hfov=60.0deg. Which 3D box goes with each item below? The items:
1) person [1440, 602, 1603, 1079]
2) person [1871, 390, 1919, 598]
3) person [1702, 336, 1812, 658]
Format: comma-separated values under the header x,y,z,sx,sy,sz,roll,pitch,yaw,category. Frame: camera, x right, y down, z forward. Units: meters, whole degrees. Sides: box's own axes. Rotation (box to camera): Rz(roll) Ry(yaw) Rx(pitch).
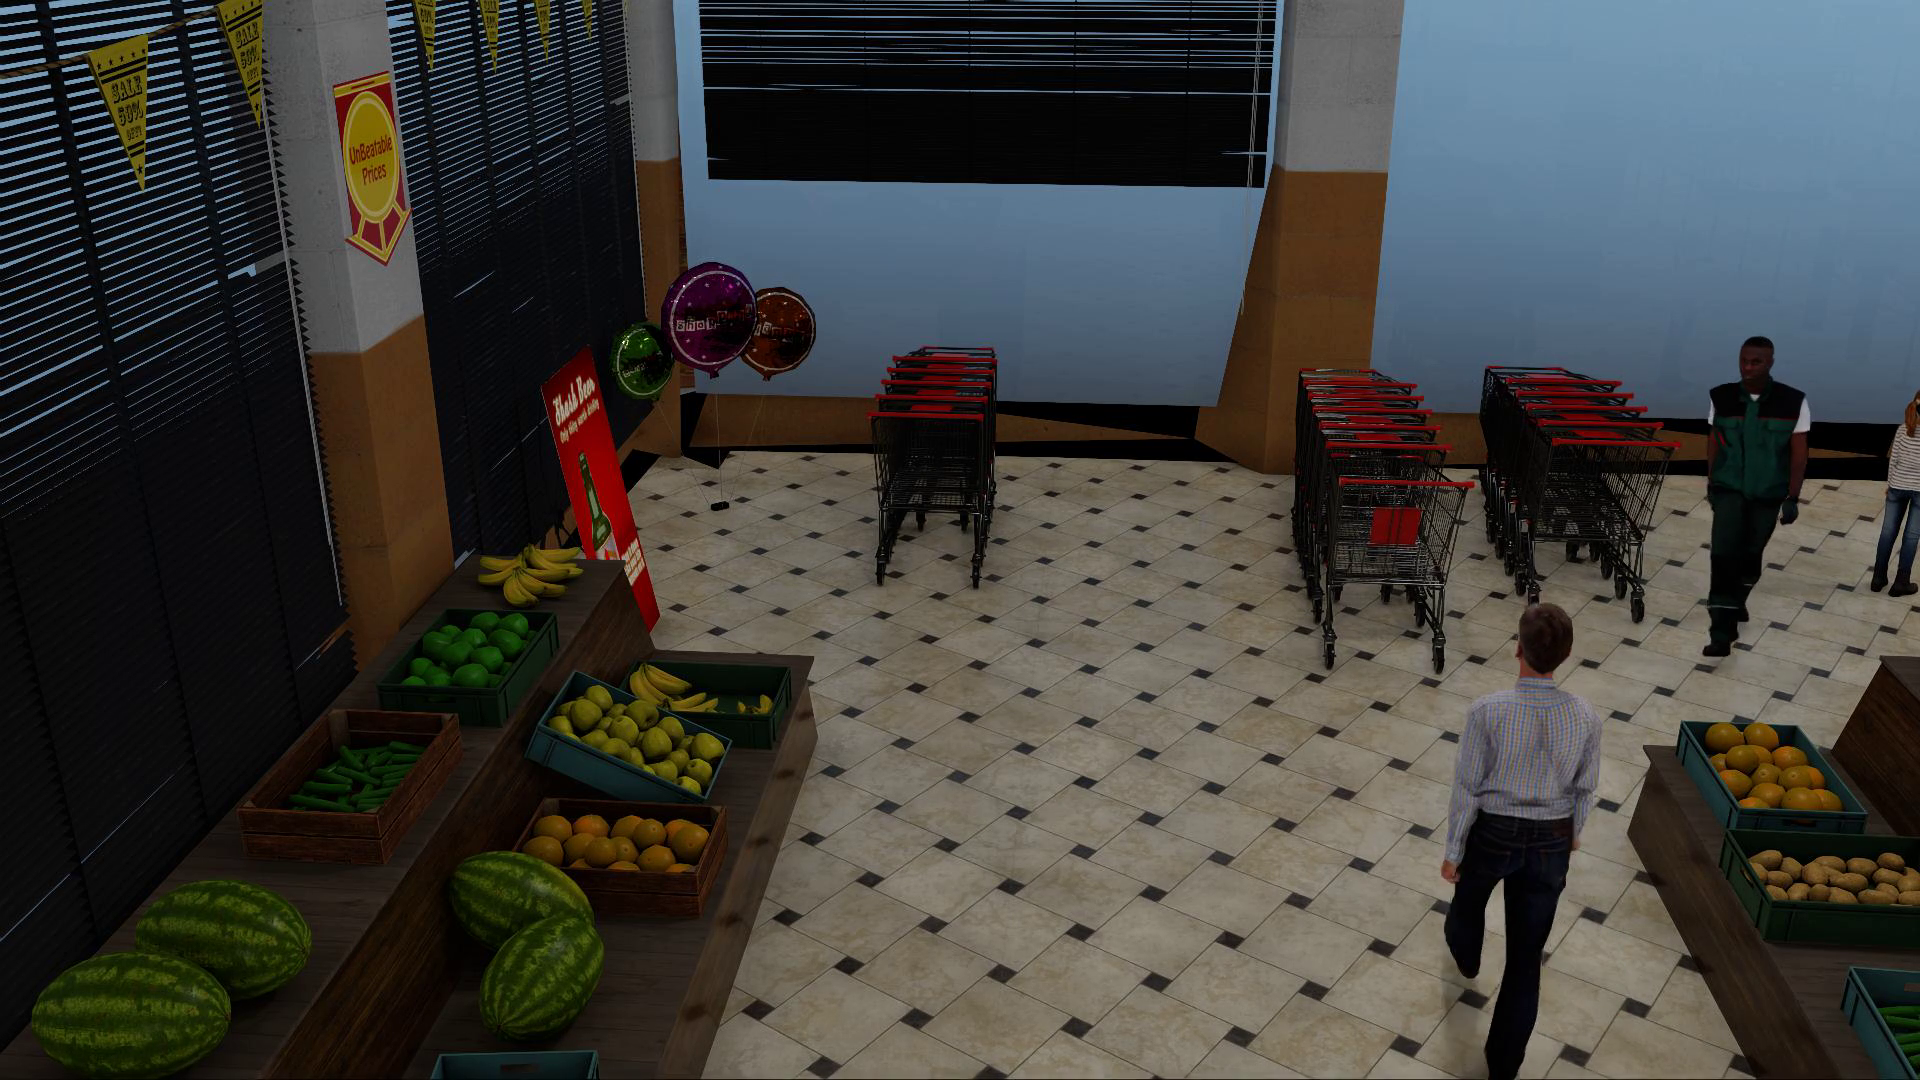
x,y,z,sx,sy,sz,roll,pitch,yaw,category
1.992,1.136,5.919,0.733,1.772,1.161,3,22,8,person
5.771,-0.297,10.097,0.627,1.316,0.569,-18,28,-38,person
4.472,-0.266,9.403,0.985,1.776,1.323,10,24,23,person
